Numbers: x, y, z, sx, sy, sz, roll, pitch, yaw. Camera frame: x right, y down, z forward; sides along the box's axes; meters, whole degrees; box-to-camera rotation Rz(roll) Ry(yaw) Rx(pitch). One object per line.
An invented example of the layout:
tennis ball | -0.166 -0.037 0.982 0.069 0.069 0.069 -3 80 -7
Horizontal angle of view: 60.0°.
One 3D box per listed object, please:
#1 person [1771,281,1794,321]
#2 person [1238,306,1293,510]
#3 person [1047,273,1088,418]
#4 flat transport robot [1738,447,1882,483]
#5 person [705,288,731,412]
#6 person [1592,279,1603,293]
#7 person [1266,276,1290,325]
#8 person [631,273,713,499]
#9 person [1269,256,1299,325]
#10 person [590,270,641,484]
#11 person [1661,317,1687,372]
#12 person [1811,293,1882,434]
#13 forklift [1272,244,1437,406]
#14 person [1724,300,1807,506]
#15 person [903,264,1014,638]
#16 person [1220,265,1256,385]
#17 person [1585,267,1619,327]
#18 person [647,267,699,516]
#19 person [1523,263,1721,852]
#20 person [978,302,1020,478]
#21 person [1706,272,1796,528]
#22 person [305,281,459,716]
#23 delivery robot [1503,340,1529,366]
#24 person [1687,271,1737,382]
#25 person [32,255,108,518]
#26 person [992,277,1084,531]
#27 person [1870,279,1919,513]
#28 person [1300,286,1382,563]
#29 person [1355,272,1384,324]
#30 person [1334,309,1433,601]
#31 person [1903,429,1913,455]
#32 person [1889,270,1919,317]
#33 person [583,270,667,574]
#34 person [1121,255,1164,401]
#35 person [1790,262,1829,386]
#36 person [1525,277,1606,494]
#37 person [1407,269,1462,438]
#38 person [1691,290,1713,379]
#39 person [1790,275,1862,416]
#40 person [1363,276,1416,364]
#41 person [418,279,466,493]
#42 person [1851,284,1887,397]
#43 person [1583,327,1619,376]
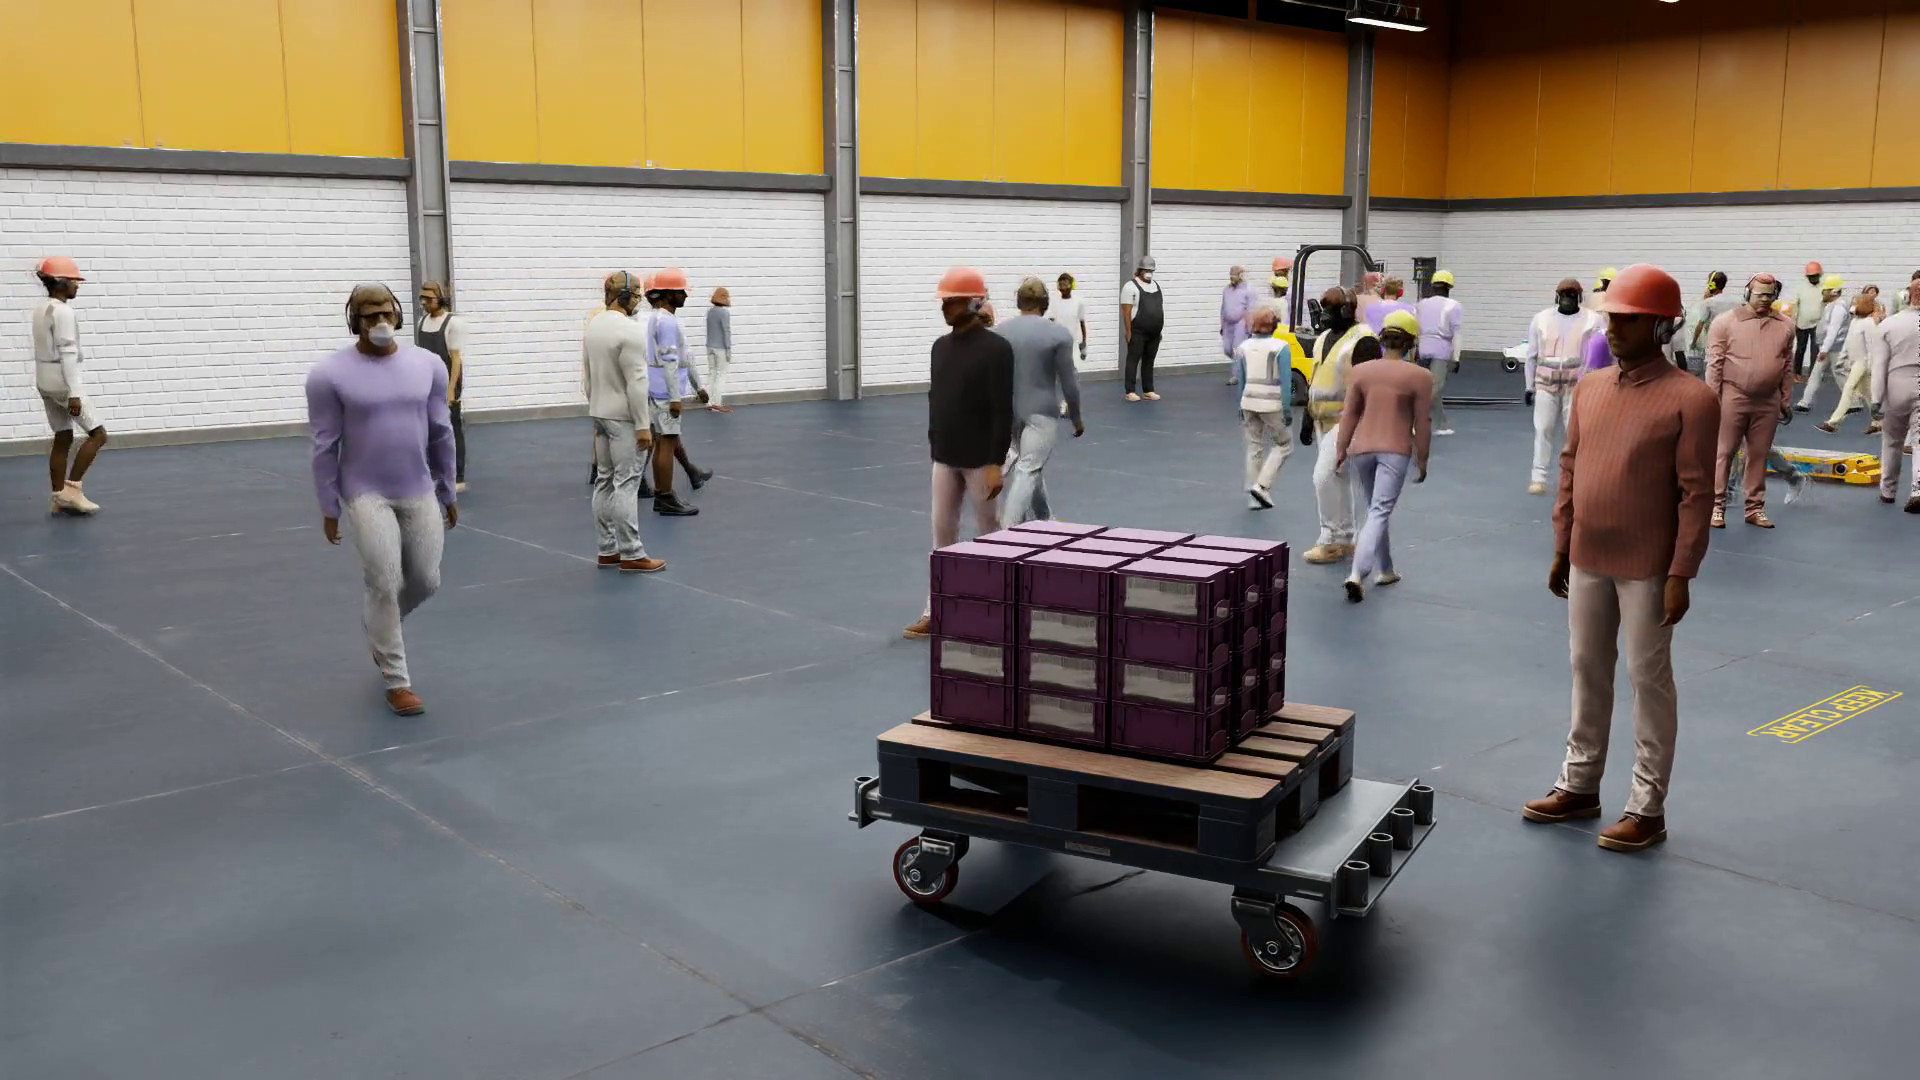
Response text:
person | 11.240 -2.749 23.069 0.559 1.695 0.324 7 12 34
person | 2.418 -1.035 13.189 0.360 1.625 0.545 -9 13 -42
person | 1.346 -2.477 21.117 0.481 1.814 0.964 3 10 18
flat transport robot | 7.737 -0.709 15.266 0.652 0.197 1.431 -8 13 -41
person | -3.143 -2.462 21.632 0.409 1.602 0.508 -9 13 -41
person | 8.615 -2.602 22.099 0.565 1.727 0.604 4 11 24
person | 4.615 -2.936 24.040 0.908 1.717 0.536 -4 11 -24
person | -2.481 -1.307 14.086 0.595 1.868 0.987 7 12 37
person | 4.909 -3.286 25.257 0.534 2.020 0.602 -8 13 -41
person | -3.041 -1.436 14.769 0.618 1.900 0.604 -6 11 -29
person | 5.960 -1.369 14.403 0.655 1.896 1.029 2 10 11
person | 10.120 -1.981 18.825 0.857 1.592 0.497 2 10 9
forklift | 5.256 -2.933 22.661 2.313 2.155 1.214 3 10 16
person | 6.434 -1.106 13.361 0.743 1.722 0.488 -1 10 -7
person | 0.026 -0.452 8.764 0.446 1.999 0.614 -9 13 -44
person | 4.405 -3.392 26.262 0.610 1.885 0.659 -8 13 -40
person | 8.290 -2.577 21.490 0.953 1.890 0.600 -4 11 -24
person | -2.263 -1.161 13.036 0.375 1.939 0.546 -3 10 -17
person | 2.285 0.057 5.732 0.376 1.997 0.612 -5 11 -28
person | 0.252 -1.285 14.654 0.456 1.624 0.533 -1 10 -7
person | 5.888 -1.031 12.388 0.639 1.902 0.407 0 10 1
person | -2.599 -0.202 7.486 0.636 1.917 0.716 -8 12 -37
delivery robot | 9.848 -3.244 29.003 0.707 0.478 0.477 2 10 13
person | 9.078 -2.330 20.189 0.556 1.835 0.875 -4 10 -20
person | -6.903 -1.178 12.877 0.650 2.024 0.489 9 13 43
person | 0.498 -0.845 11.375 0.635 1.885 1.071 7 12 34
person | 7.636 -1.155 13.284 0.663 1.856 0.985 5 11 26
person | 2.423 -0.755 11.000 0.638 1.819 0.650 -3 10 -17
person | 4.718 -2.185 19.321 1.006 1.856 0.639 -4 11 -25
person | 2.490 -0.513 9.907 0.553 1.712 0.926 8 12 39
person | 9.833 -1.793 16.951 0.310 1.864 0.534 6 11 30
person | 14.246 -3.123 24.893 0.641 1.820 0.547 4 10 22
person | -2.174 -0.750 10.653 0.378 1.933 0.628 -8 12 -38
person | 2.610 -2.967 23.313 0.684 2.000 0.535 -7 12 -34
person | 13.408 -3.407 26.219 0.669 1.941 1.022 4 11 23
person | 5.109 -1.295 14.102 0.630 1.843 0.429 5 11 26
person | 5.261 -2.077 18.582 0.865 1.884 0.605 -8 13 -39
person | 10.190 -2.635 22.698 0.493 1.589 0.779 2 10 12
person | 11.052 -2.449 21.065 0.857 1.787 0.598 3 10 15
person | 4.597 -1.923 17.888 0.575 1.814 0.638 5 11 25
person | -4.418 -1.267 13.991 0.502 1.822 0.665 4 11 24
person | 12.947 -2.833 23.737 0.525 1.623 0.388 -2 10 -9
person | 4.472 -0.808 11.158 0.559 1.874 1.001 -5 11 -28
